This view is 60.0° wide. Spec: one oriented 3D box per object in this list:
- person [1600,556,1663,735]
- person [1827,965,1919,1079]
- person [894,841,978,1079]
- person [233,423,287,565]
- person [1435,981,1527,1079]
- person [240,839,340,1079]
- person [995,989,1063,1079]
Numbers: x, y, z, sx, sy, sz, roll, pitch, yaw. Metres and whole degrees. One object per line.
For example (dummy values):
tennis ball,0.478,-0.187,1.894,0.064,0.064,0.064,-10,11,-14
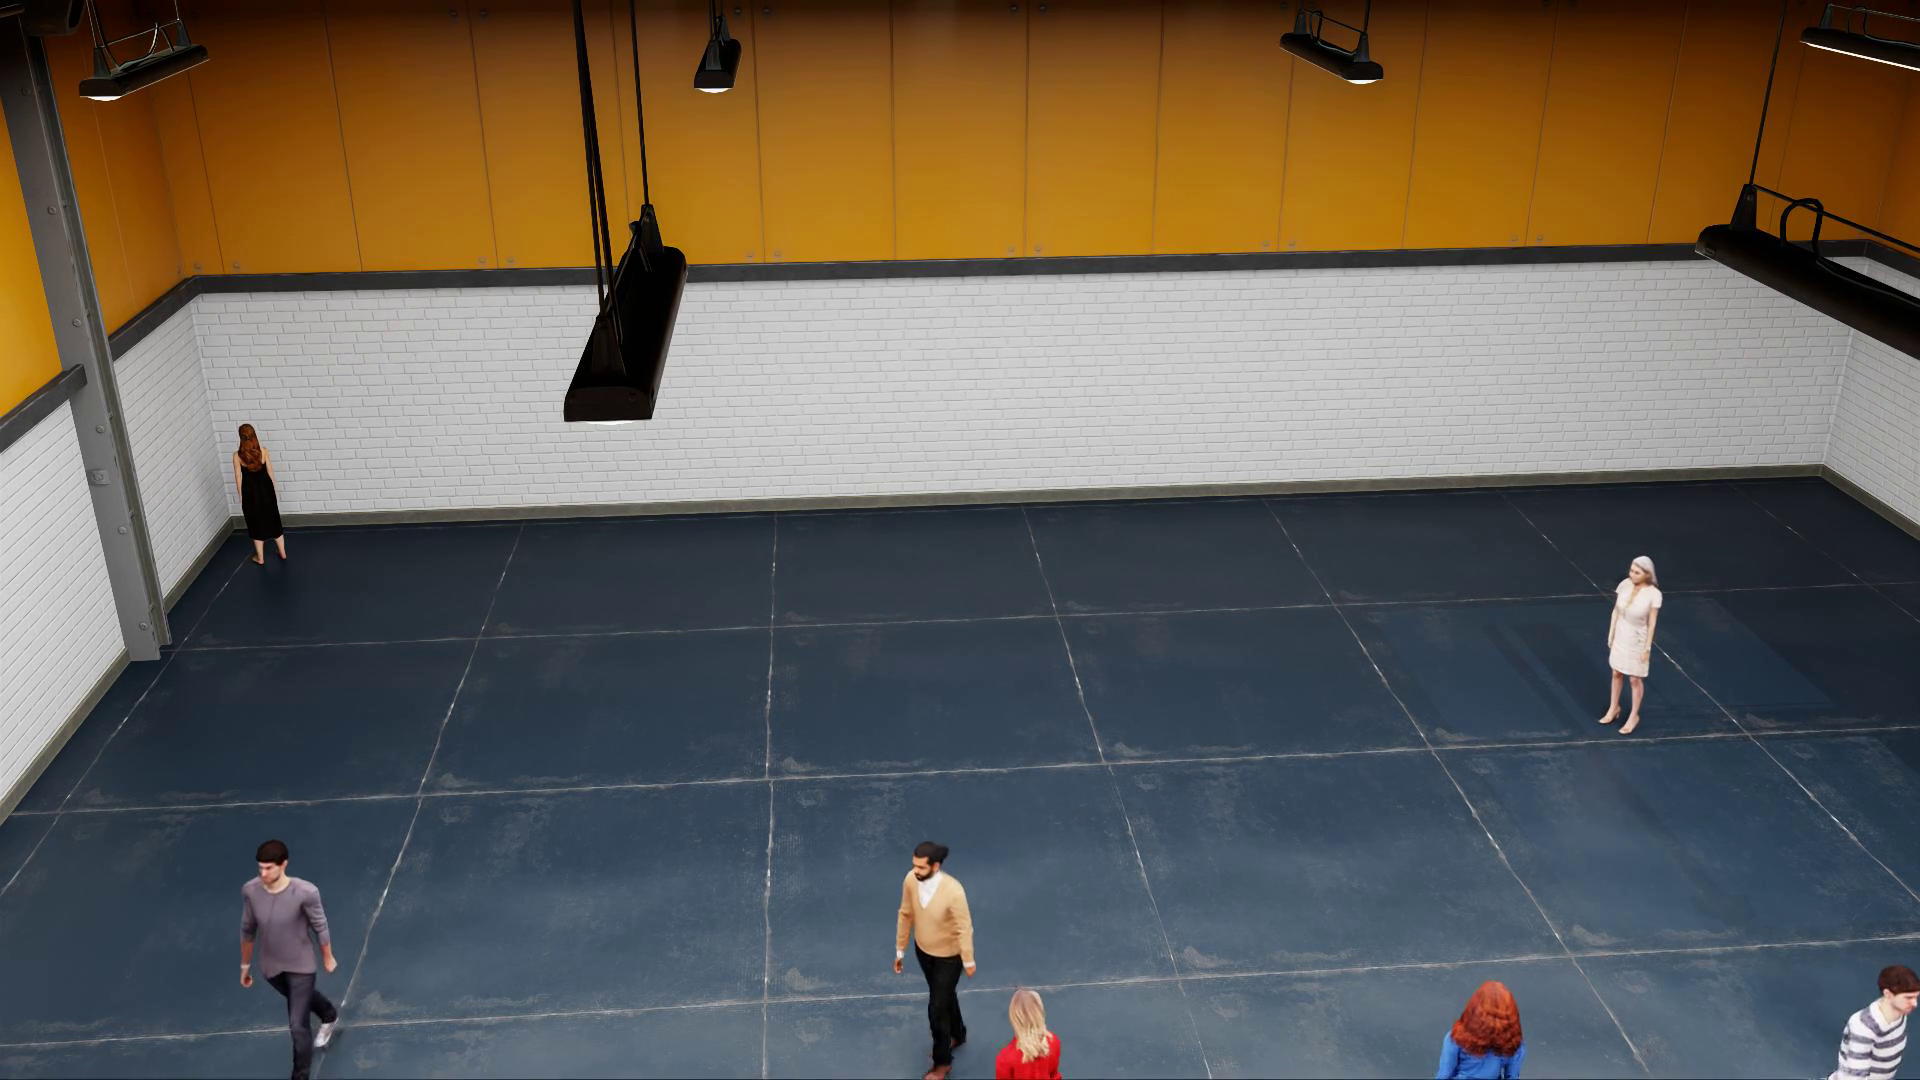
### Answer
person,6.096,0.939,15.100,0.748,1.732,0.648,-15,28,-31
person,5.194,3.215,9.799,0.965,1.808,1.227,-12,26,-25
person,-0.074,2.706,11.062,0.928,1.729,0.978,20,30,37
person,-7.843,-0.524,18.583,0.662,1.623,0.702,-17,29,-33
person,2.919,3.354,9.485,0.725,1.805,1.053,2,24,5
person,-4.359,2.724,10.924,0.901,1.807,1.254,4,24,9
person,0.422,3.398,9.537,0.751,1.682,0.759,-15,28,-31
